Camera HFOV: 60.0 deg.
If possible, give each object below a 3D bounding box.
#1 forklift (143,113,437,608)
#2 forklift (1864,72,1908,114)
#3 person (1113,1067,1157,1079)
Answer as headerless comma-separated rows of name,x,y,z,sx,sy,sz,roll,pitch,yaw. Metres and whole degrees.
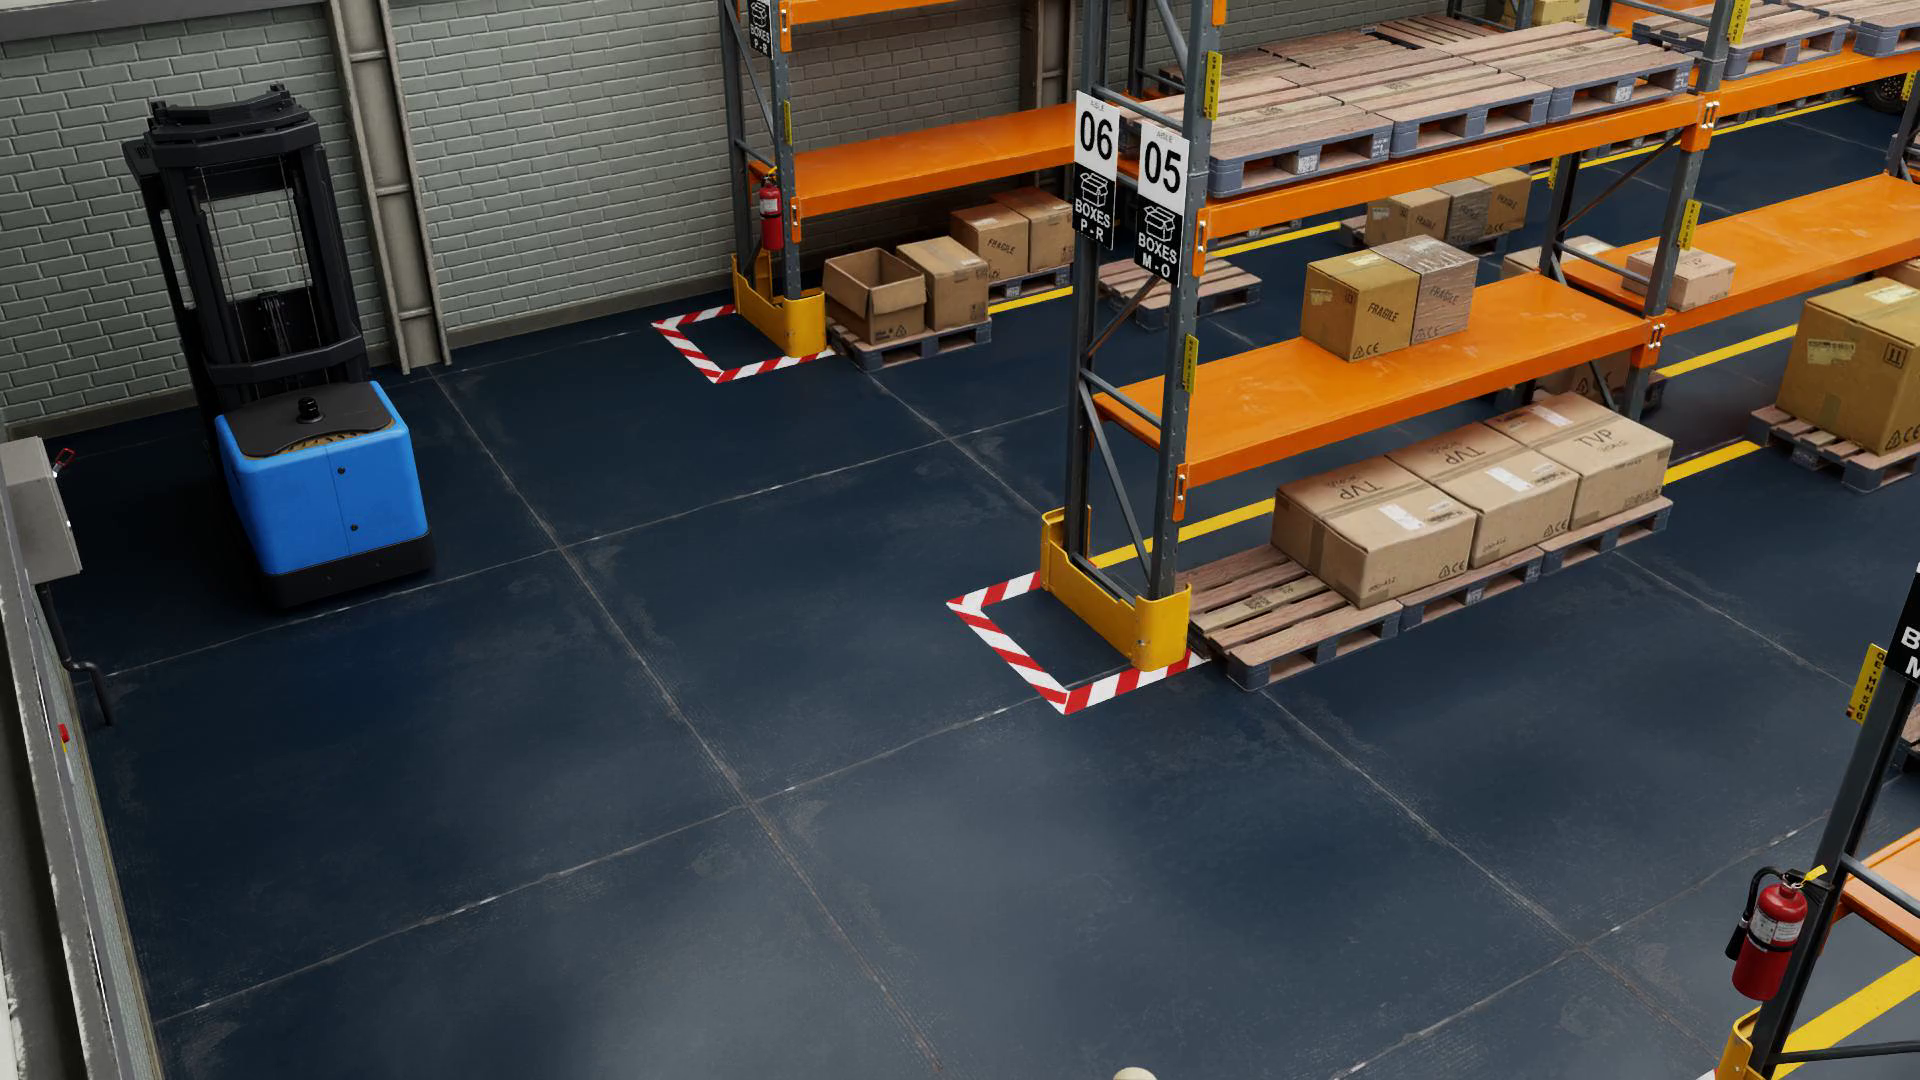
forklift,-4.289,-1.259,10.509,1.129,2.768,1.873,-17,36,-26
forklift,11.468,-5.645,18.244,1.214,2.155,2.313,-17,36,-26
person,0.541,2.398,5.609,0.595,1.799,0.401,0,32,-1
